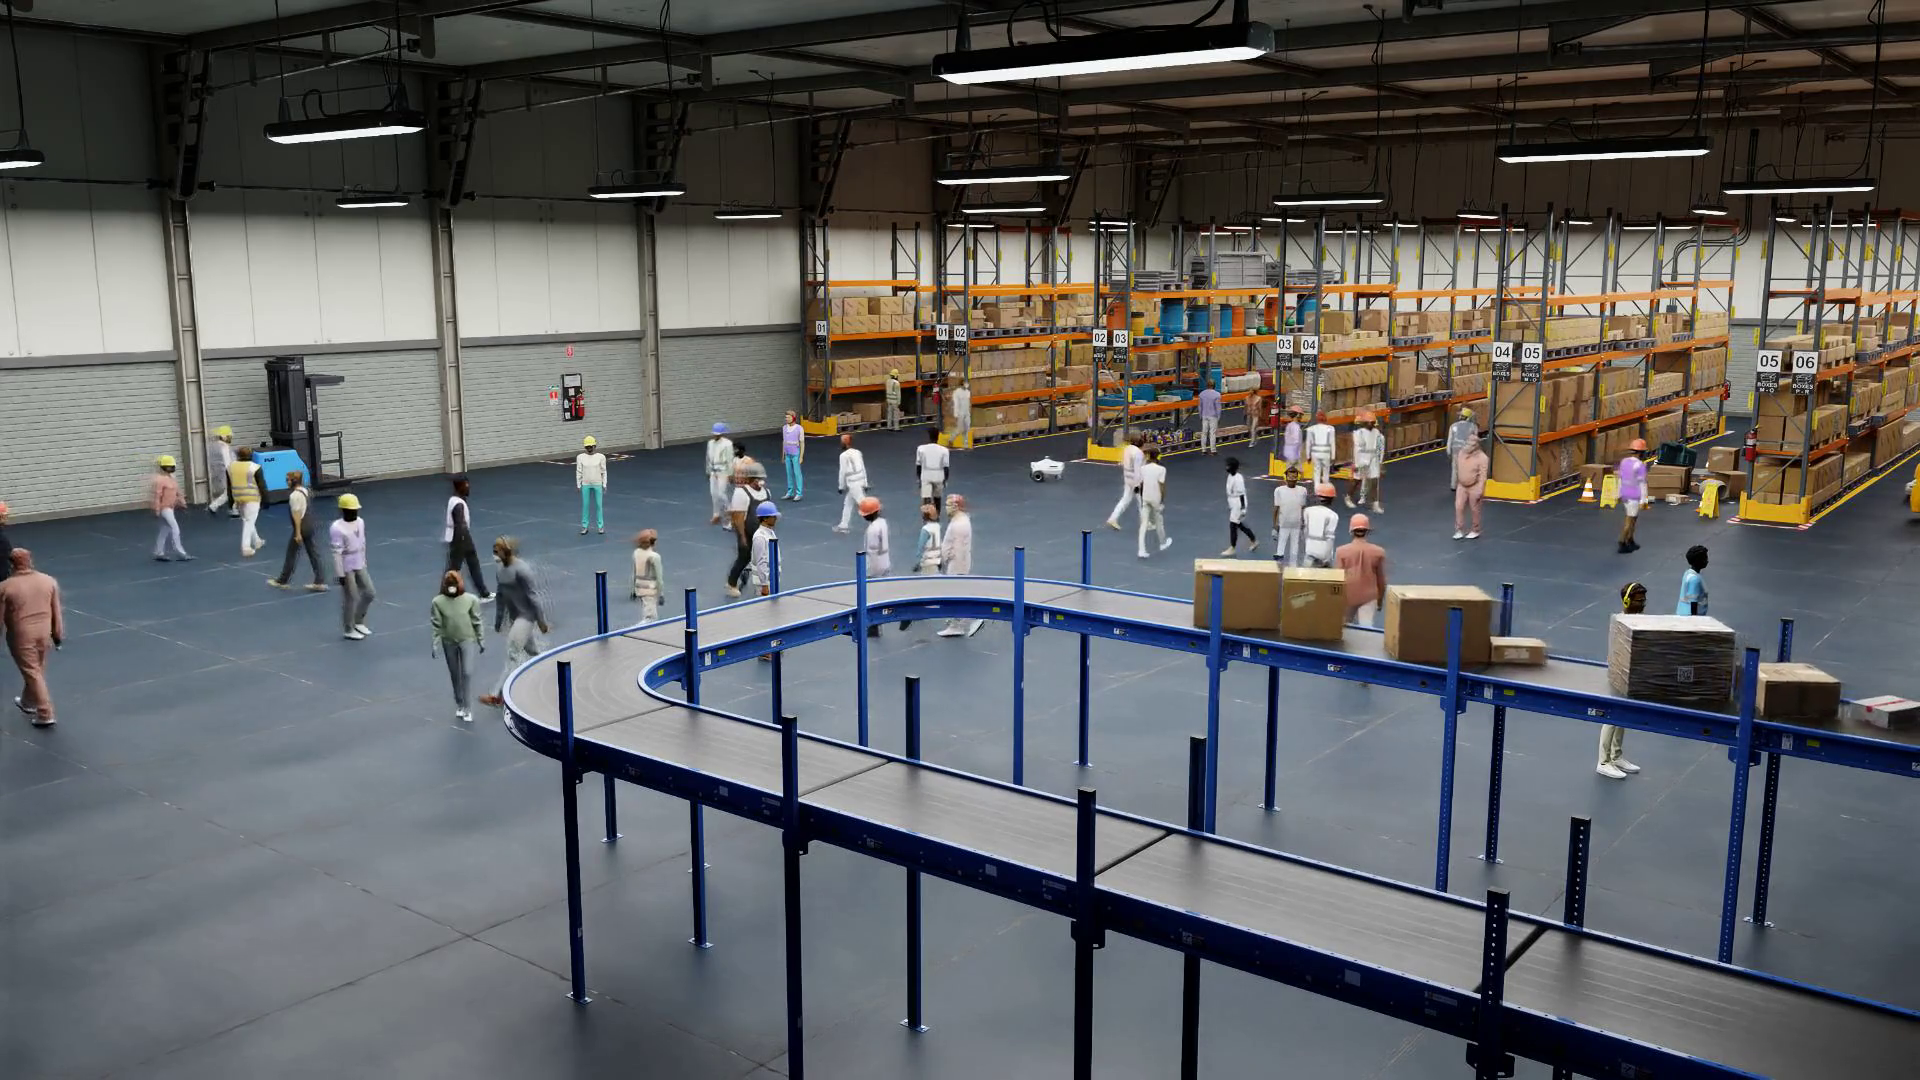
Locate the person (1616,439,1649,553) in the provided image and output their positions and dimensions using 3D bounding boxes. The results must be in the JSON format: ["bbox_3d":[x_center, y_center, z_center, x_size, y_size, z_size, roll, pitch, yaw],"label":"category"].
[{"bbox_3d":[11.356,-0.744,26.239,0.682,1.916,0.579,-3,10,-14],"label":"person"}]

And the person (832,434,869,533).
[{"bbox_3d":[-1.798,-0.987,27.979,1.057,1.814,0.555,4,11,22],"label":"person"}]

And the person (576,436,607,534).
[{"bbox_3d":[-6.598,-0.985,28.038,0.531,1.767,0.328,-2,10,-9],"label":"person"}]

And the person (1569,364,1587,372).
[{"bbox_3d":[19.455,-4.772,49.178,0.483,1.827,0.643,-6,11,-28],"label":"person"}]

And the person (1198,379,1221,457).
[{"bbox_3d":[6.289,-3.085,39.371,0.629,1.940,0.378,9,13,41],"label":"person"}]

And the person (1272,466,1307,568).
[{"bbox_3d":[4.889,-0.175,23.189,0.535,1.868,0.309,-1,10,-5],"label":"person"}]

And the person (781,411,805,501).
[{"bbox_3d":[-3.403,-1.726,31.984,0.571,1.843,0.371,8,13,39],"label":"person"}]

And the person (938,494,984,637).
[{"bbox_3d":[-0.013,0.337,20.242,0.500,1.891,0.658,0,10,1],"label":"person"}]

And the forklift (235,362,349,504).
[{"bbox_3d":[-13.803,-2.244,32.110,1.129,2.768,1.873,8,13,37],"label":"forklift"}]

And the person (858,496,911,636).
[{"bbox_3d":[-1.014,0.351,20.208,0.675,1.884,0.580,2,10,13],"label":"person"}]

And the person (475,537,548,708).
[{"bbox_3d":[-4.916,0.893,17.145,1.070,1.873,0.654,-9,13,-40],"label":"person"}]

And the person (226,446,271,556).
[{"bbox_3d":[-11.849,-0.682,26.215,0.646,1.801,0.922,2,10,9],"label":"person"}]

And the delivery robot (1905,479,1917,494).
[{"bbox_3d":[19.549,-1.079,31.834,0.707,0.478,0.477,-9,13,-41],"label":"delivery robot"}]

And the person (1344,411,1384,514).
[{"bbox_3d":[7.906,-1.549,30.608,0.605,1.995,1.059,-4,11,-23],"label":"person"}]

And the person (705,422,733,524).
[{"bbox_3d":[-4.481,-1.235,29.012,0.660,1.919,0.432,8,13,36],"label":"person"}]

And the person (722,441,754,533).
[{"bbox_3d":[-3.936,-0.961,28.228,0.529,1.635,0.886,7,13,36],"label":"person"}]

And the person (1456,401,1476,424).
[{"bbox_3d":[12.058,-2.531,37.249,0.513,1.593,0.770,6,12,31],"label":"person"}]

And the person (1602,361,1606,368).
[{"bbox_3d":[19.863,-4.669,48.360,0.383,1.922,0.628,-9,14,-43],"label":"person"}]

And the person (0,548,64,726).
[{"bbox_3d":[-9.902,1.012,16.511,0.970,1.857,0.665,5,11,28],"label":"person"}]

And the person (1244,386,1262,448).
[{"bbox_3d":[7.751,-3.261,41.262,0.526,1.625,0.552,8,13,37],"label":"person"}]

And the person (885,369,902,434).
[{"bbox_3d":[-1.887,-3.962,44.614,0.404,1.829,0.601,-10,14,-44],"label":"person"}]

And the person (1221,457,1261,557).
[{"bbox_3d":[4.702,-0.567,25.983,0.718,1.663,0.552,-2,10,-9],"label":"person"}]

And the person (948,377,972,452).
[{"bbox_3d":[0.034,-3.228,40.232,0.568,1.919,0.642,9,13,40],"label":"person"}]

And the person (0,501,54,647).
[{"bbox_3d":[-11.902,0.472,19.335,0.626,1.950,1.004,8,13,37],"label":"person"}]

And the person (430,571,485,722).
[{"bbox_3d":[-5.332,1.132,16.549,0.532,1.602,0.758,-1,10,-8],"label":"person"}]

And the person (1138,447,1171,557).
[{"bbox_3d":[3.217,-0.639,26.012,0.536,1.798,1.056,6,12,31],"label":"person"}]

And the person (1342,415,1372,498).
[{"bbox_3d":[8.370,-1.745,32.465,0.932,1.713,0.531,-6,12,-30],"label":"person"}]

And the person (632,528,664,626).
[{"bbox_3d":[-3.887,0.663,19.216,0.526,1.614,0.751,10,14,43],"label":"person"}]

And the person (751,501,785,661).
[{"bbox_3d":[-2.372,0.489,19.220,0.381,1.951,0.605,0,10,2],"label":"person"}]

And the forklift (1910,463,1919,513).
[{"bbox_3d":[19.034,-1.348,28.998,2.313,2.155,1.214,8,13,37],"label":"forklift"}]

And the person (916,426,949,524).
[{"bbox_3d":[-0.493,-1.106,28.281,0.604,1.935,0.962,0,10,-3],"label":"person"}]

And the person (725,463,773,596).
[{"bbox_3d":[-3.021,-0.133,22.591,0.687,2.000,0.932,-10,14,-43],"label":"person"}]

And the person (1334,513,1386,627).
[{"bbox_3d":[4.667,0.662,18.275,0.623,1.955,1.023,1,10,4],"label":"person"}]

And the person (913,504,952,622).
[{"bbox_3d":[-0.363,0.308,21.185,0.753,1.609,0.510,2,10,14],"label":"person"}]

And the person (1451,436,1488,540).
[{"bbox_3d":[8.910,-0.904,27.362,0.871,1.842,0.654,-9,13,-41],"label":"person"}]

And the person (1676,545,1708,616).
[{"bbox_3d":[8.257,0.895,17.652,0.319,1.696,0.532,3,11,18],"label":"person"}]

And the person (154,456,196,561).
[{"bbox_3d":[-12.781,-0.504,25.421,0.817,1.735,0.539,-1,10,-3],"label":"person"}]

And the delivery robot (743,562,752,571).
[{"bbox_3d":[-3.089,0.283,23.436,0.335,0.223,0.698,1,10,7],"label":"delivery robot"}]

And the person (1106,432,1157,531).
[{"bbox_3d":[3.110,-1.063,28.371,0.901,1.812,0.633,-3,11,-18],"label":"person"}]

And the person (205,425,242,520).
[{"bbox_3d":[-13.872,-1.252,29.432,0.643,1.811,0.596,-7,12,-36],"label":"person"}]

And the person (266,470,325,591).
[{"bbox_3d":[-9.865,-0.138,23.146,0.906,1.805,0.543,1,10,4],"label":"person"}]

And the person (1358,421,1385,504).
[{"bbox_3d":[8.278,-1.584,31.477,0.485,1.744,0.294,4,11,24],"label":"person"}]

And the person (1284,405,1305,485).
[{"bbox_3d":[6.666,-1.683,31.307,0.530,2.007,0.662,-2,10,-9],"label":"person"}]

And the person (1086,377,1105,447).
[{"bbox_3d":[3.547,-3.263,40.424,0.581,1.917,0.608,7,12,35],"label":"person"}]

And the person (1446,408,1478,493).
[{"bbox_3d":[10.552,-1.872,32.907,0.655,1.807,0.512,4,11,23],"label":"person"}]

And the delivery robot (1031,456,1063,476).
[{"bbox_3d":[1.946,-1.626,34.911,0.707,0.478,0.477,-1,10,-5],"label":"delivery robot"}]

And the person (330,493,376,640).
[{"bbox_3d":[-7.815,0.343,20.158,0.445,1.907,0.609,4,11,19],"label":"person"}]

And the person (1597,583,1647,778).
[{"bbox_3d":[6.302,1.315,14.838,0.319,1.864,0.516,10,14,44],"label":"person"}]

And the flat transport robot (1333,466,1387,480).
[{"bbox_3d":[9.123,-1.564,35.624,0.652,0.197,1.431,8,13,38],"label":"flat transport robot"}]

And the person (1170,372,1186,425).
[{"bbox_3d":[6.575,-4.243,46.854,0.520,1.579,0.845,6,12,32],"label":"person"}]

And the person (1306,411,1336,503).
[{"bbox_3d":[7.360,-1.708,31.900,0.594,1.834,0.991,3,10,14],"label":"person"}]

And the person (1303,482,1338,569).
[{"bbox_3d":[4.847,0.165,21.240,0.540,1.901,0.961,9,14,42],"label":"person"}]

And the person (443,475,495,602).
[{"bbox_3d":[-6.926,0.014,22.100,0.927,1.881,0.604,-3,11,-17],"label":"person"}]
